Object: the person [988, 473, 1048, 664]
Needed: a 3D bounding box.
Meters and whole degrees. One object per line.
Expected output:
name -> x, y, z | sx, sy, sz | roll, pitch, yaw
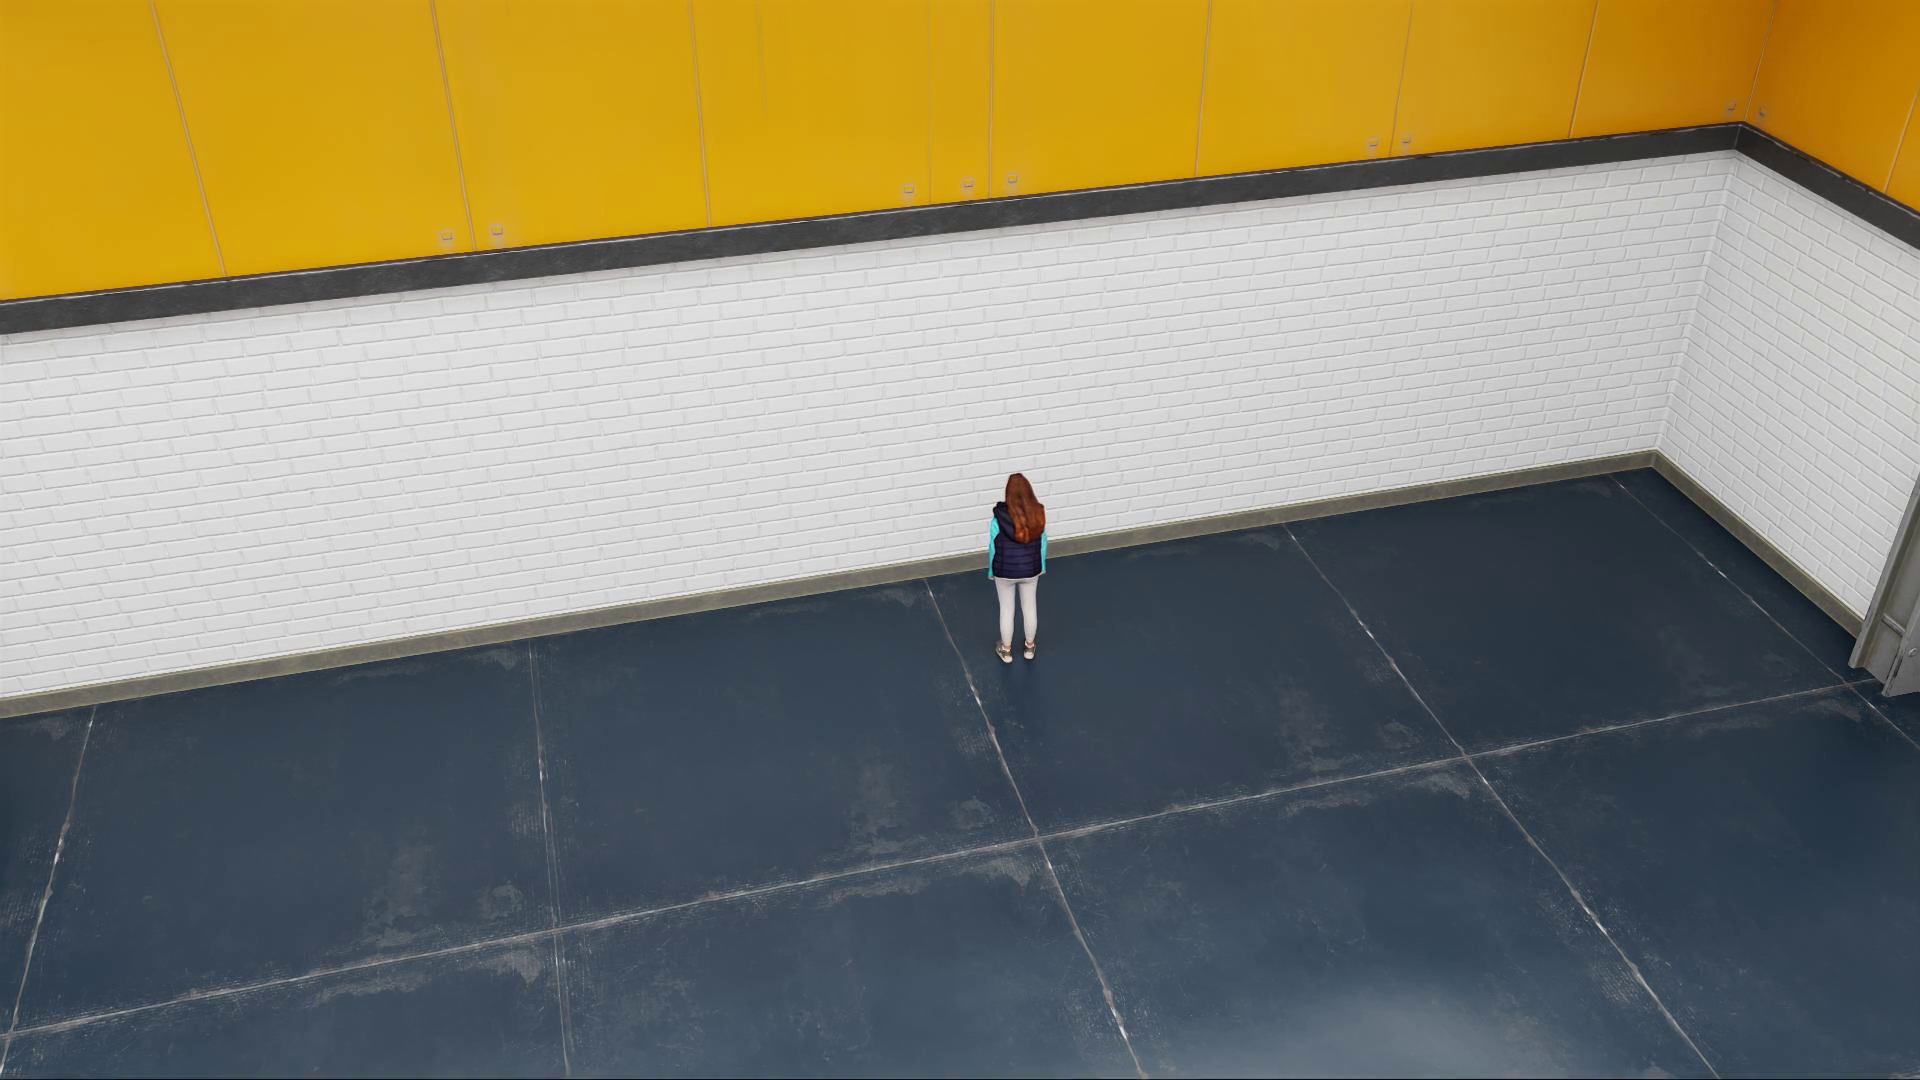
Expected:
person -> 0.400, 0.193, 11.667 | 0.593, 1.500, 0.595 | -5, 34, -8
